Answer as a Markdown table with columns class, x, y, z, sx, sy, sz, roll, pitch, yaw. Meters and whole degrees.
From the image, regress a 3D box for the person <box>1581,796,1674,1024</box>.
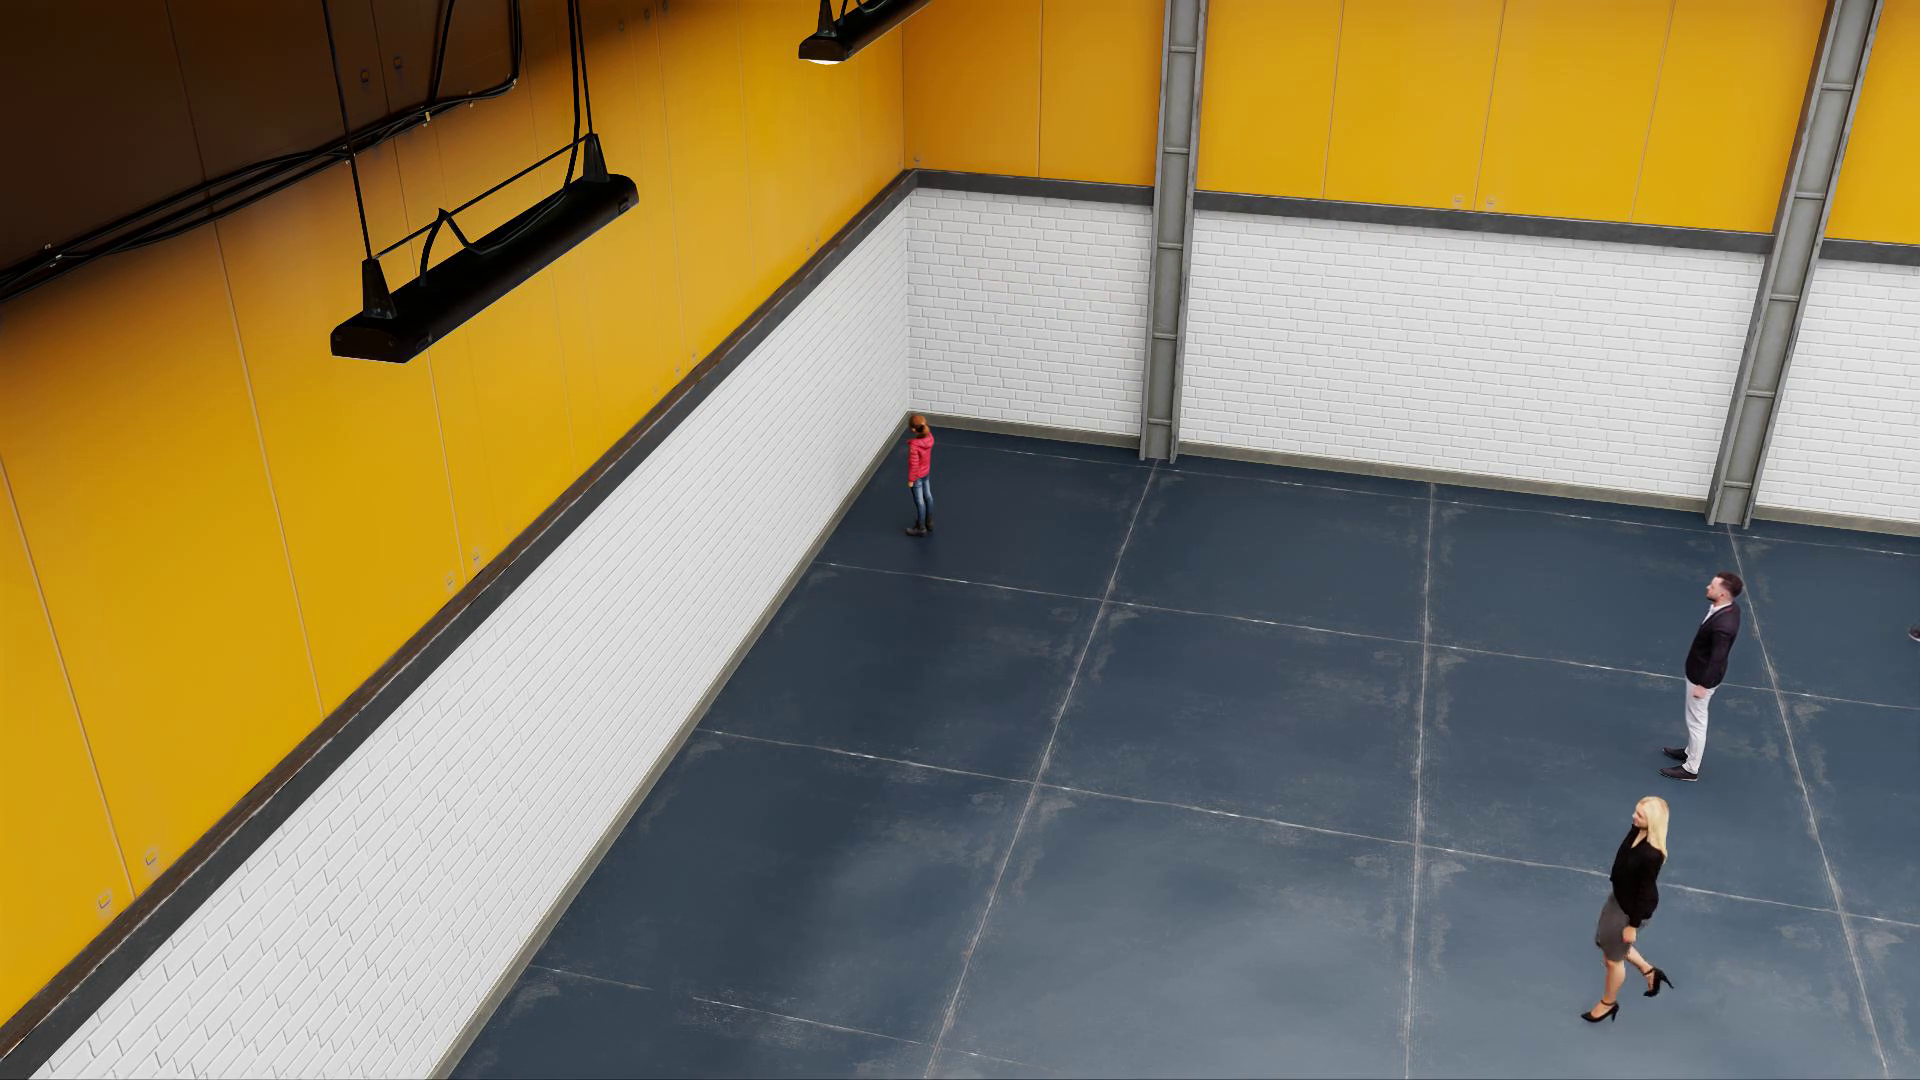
| class | x | y | z | sx | sy | sz | roll | pitch | yaw |
| --- | --- | --- | --- | --- | --- | --- | --- | --- | --- |
| person | 4.411 | 2.413 | 10.728 | 0.846 | 1.831 | 0.709 | 1 | 29 | 2 |

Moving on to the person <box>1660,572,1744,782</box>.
| class | x | y | z | sx | sy | sz | roll | pitch | yaw |
| --- | --- | --- | --- | --- | --- | --- | --- | --- | --- |
| person | 5.918 | 1.072 | 13.178 | 0.627 | 1.840 | 0.714 | 14 | 32 | 25 |

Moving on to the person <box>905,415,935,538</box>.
| class | x | y | z | sx | sy | sz | roll | pitch | yaw |
| --- | --- | --- | --- | --- | --- | --- | --- | --- | --- |
| person | -0.394 | -0.668 | 16.916 | 0.559 | 1.314 | 0.558 | 15 | 32 | 25 |
